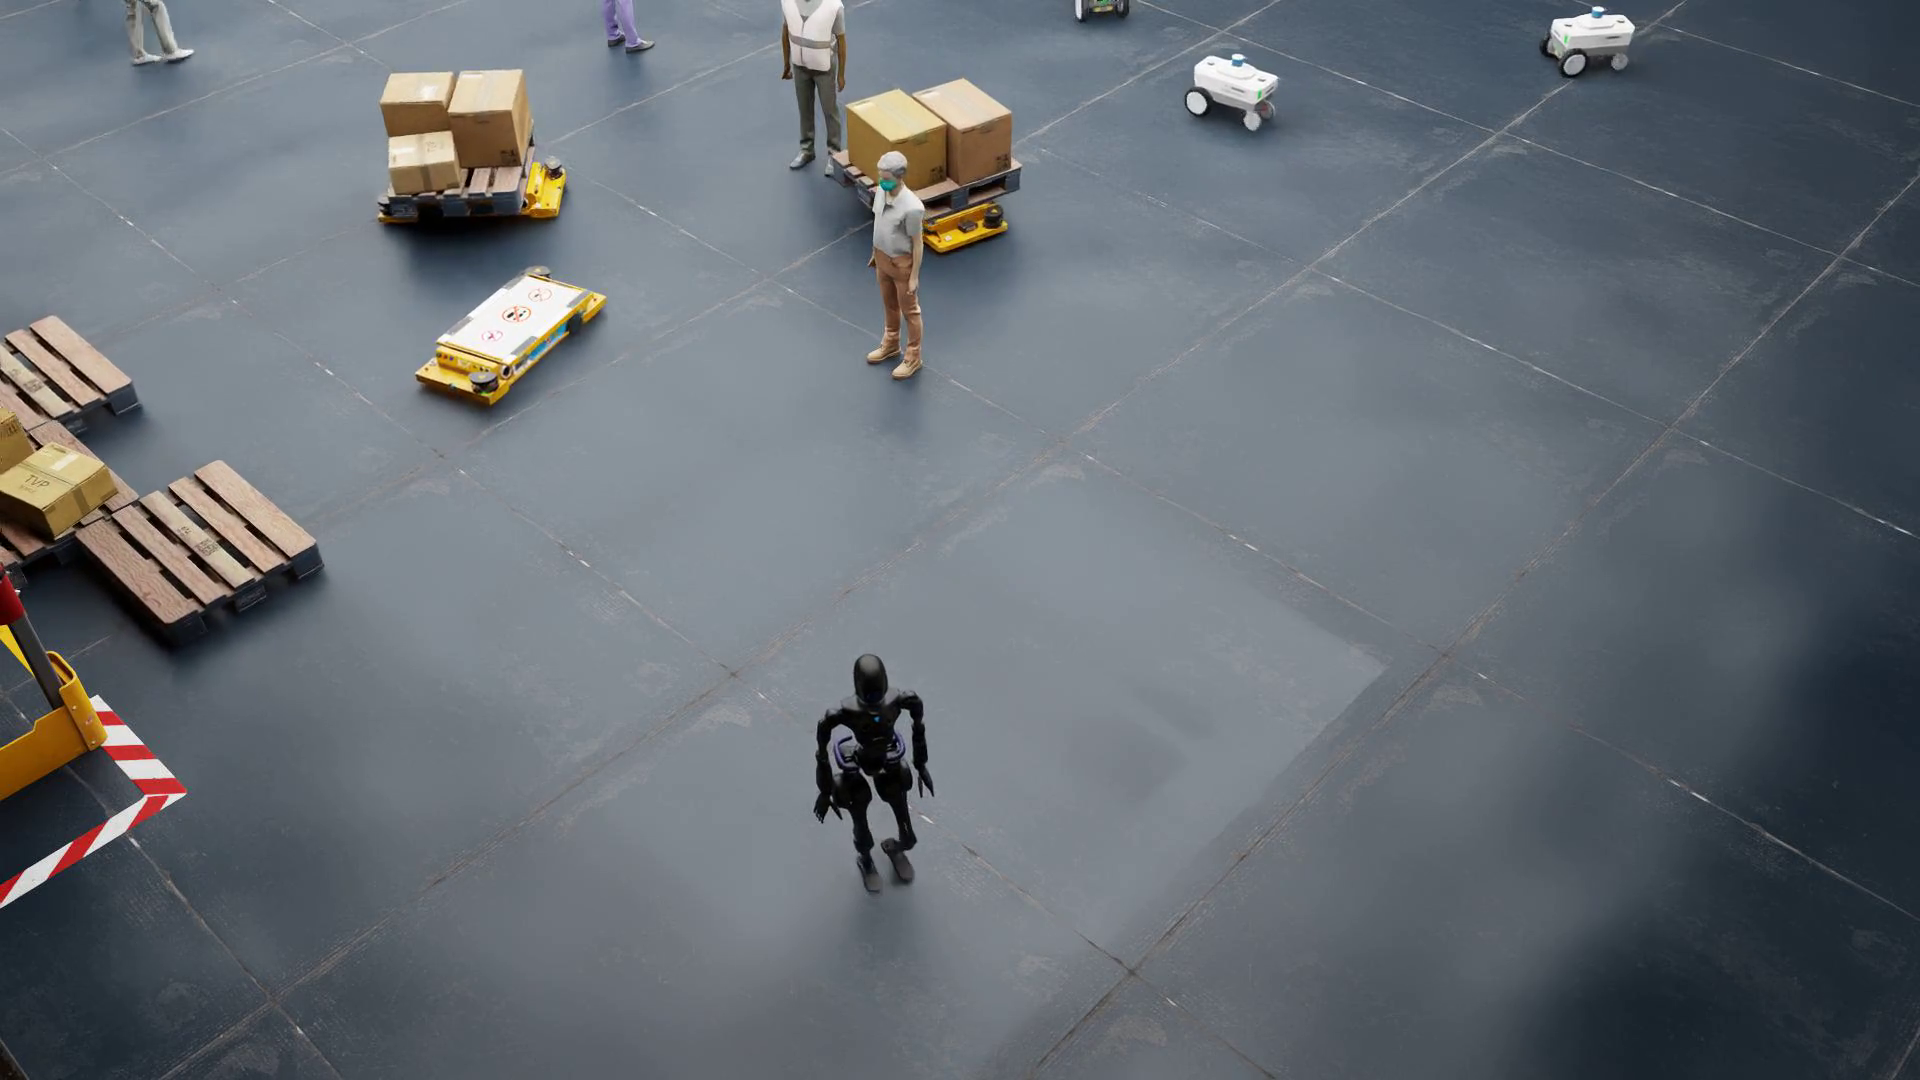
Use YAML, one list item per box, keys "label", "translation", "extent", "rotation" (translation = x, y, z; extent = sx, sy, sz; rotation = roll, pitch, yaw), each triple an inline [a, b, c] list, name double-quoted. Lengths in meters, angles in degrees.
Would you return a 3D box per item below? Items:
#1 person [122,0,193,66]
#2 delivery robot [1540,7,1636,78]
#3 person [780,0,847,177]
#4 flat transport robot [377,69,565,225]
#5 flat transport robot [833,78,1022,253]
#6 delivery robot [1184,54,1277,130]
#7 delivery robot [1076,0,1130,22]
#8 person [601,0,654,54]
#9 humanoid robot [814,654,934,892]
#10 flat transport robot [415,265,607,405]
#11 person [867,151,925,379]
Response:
- label: "person"
  translation: [-7.563, -5.175, 15.275]
  extent: [0.613, 1.602, 0.536]
  rotation: [-25, 48, -25]
- label: "delivery robot"
  translation: [5.862, -4.668, 15.491]
  extent: [0.768, 0.581, 0.499]
  rotation: [-6, 42, -7]
- label: "person"
  translation: [-1.190, -3.898, 13.682]
  extent: [0.568, 1.840, 0.373]
  rotation: [16, 44, 17]
- label: "flat transport robot"
  translation: [-4.023, -2.879, 13.726]
  extent: [1.431, 0.231, 0.659]
  rotation: [-3, 42, -3]
- label: "flat transport robot"
  translation: [-0.275, -2.833, 13.674]
  extent: [0.659, 0.231, 1.431]
  rotation: [-24, 47, -24]
- label: "delivery robot"
  translation: [2.420, -4.018, 14.791]
  extent: [0.814, 0.612, 0.499]
  rotation: [27, 48, 26]
- label: "delivery robot"
  translation: [1.352, -5.479, 16.395]
  extent: [0.499, 0.585, 0.765]
  rotation: [-9, 43, -10]
- label: "person"
  translation: [-3.220, -5.425, 15.379]
  extent: [0.562, 1.843, 0.389]
  rotation: [30, 50, 29]
- label: "humanoid robot"
  translation: [-0.427, 1.166, 8.179]
  extent: [0.616, 1.640, 0.334]
  rotation: [-14, 44, -15]
- label: "flat transport robot"
  translation: [-3.283, -1.526, 12.222]
  extent: [0.659, 0.231, 1.431]
  rotation: [18, 45, 19]
- label: "person"
  translation: [-0.446, -1.922, 11.558]
  extent: [0.320, 1.746, 0.483]
  rotation: [-31, 50, -30]
